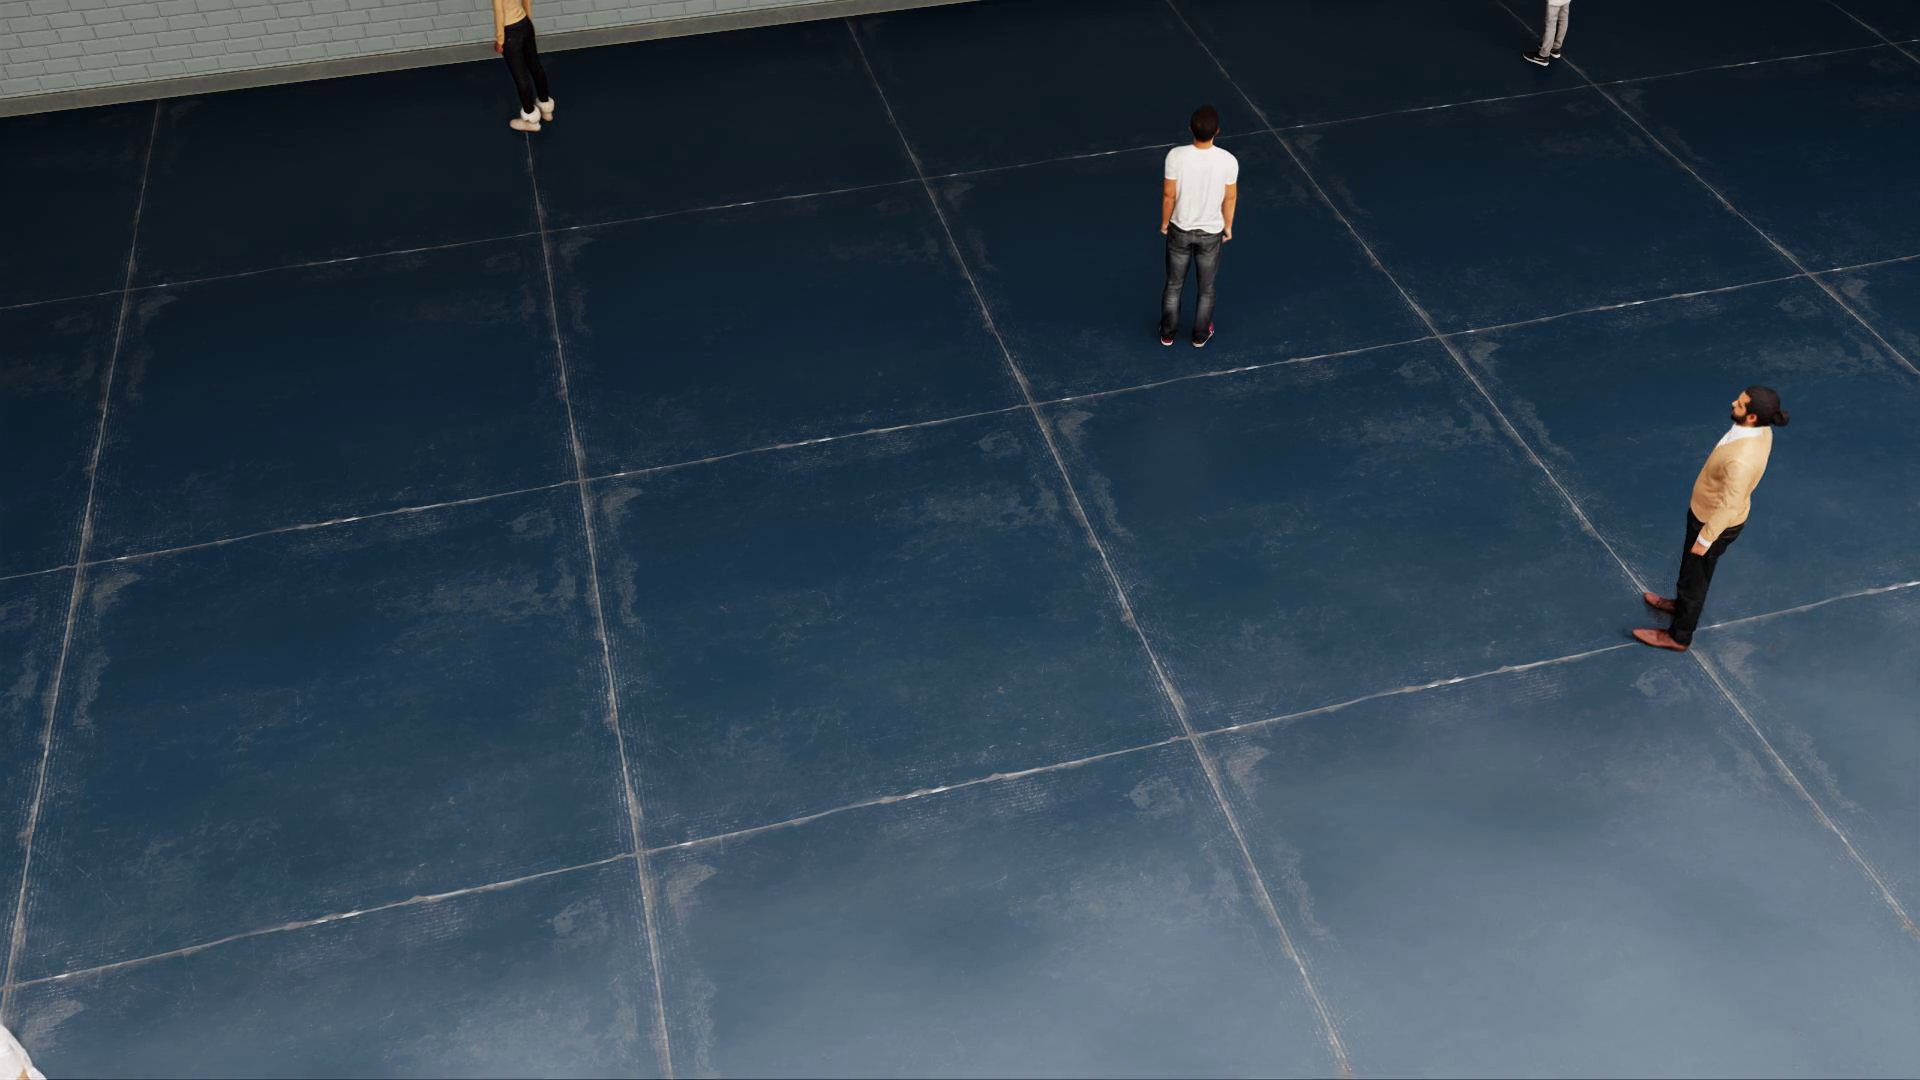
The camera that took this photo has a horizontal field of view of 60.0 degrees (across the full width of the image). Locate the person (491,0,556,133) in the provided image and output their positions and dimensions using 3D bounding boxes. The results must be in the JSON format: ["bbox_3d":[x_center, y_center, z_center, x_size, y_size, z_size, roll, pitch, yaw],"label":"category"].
[{"bbox_3d":[-3.561,-4.097,13.358,0.754,1.659,0.688,20,47,20],"label":"person"}]

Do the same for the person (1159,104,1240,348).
[{"bbox_3d":[1.571,-2.085,11.096,0.712,1.805,0.686,7,43,7],"label":"person"}]

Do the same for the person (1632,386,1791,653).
[{"bbox_3d":[4.100,-0.119,9.029,0.807,1.754,0.738,20,47,20],"label":"person"}]

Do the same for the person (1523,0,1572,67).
[{"bbox_3d":[5.189,-4.807,14.280,0.591,1.439,0.613,-33,52,-30],"label":"person"}]
